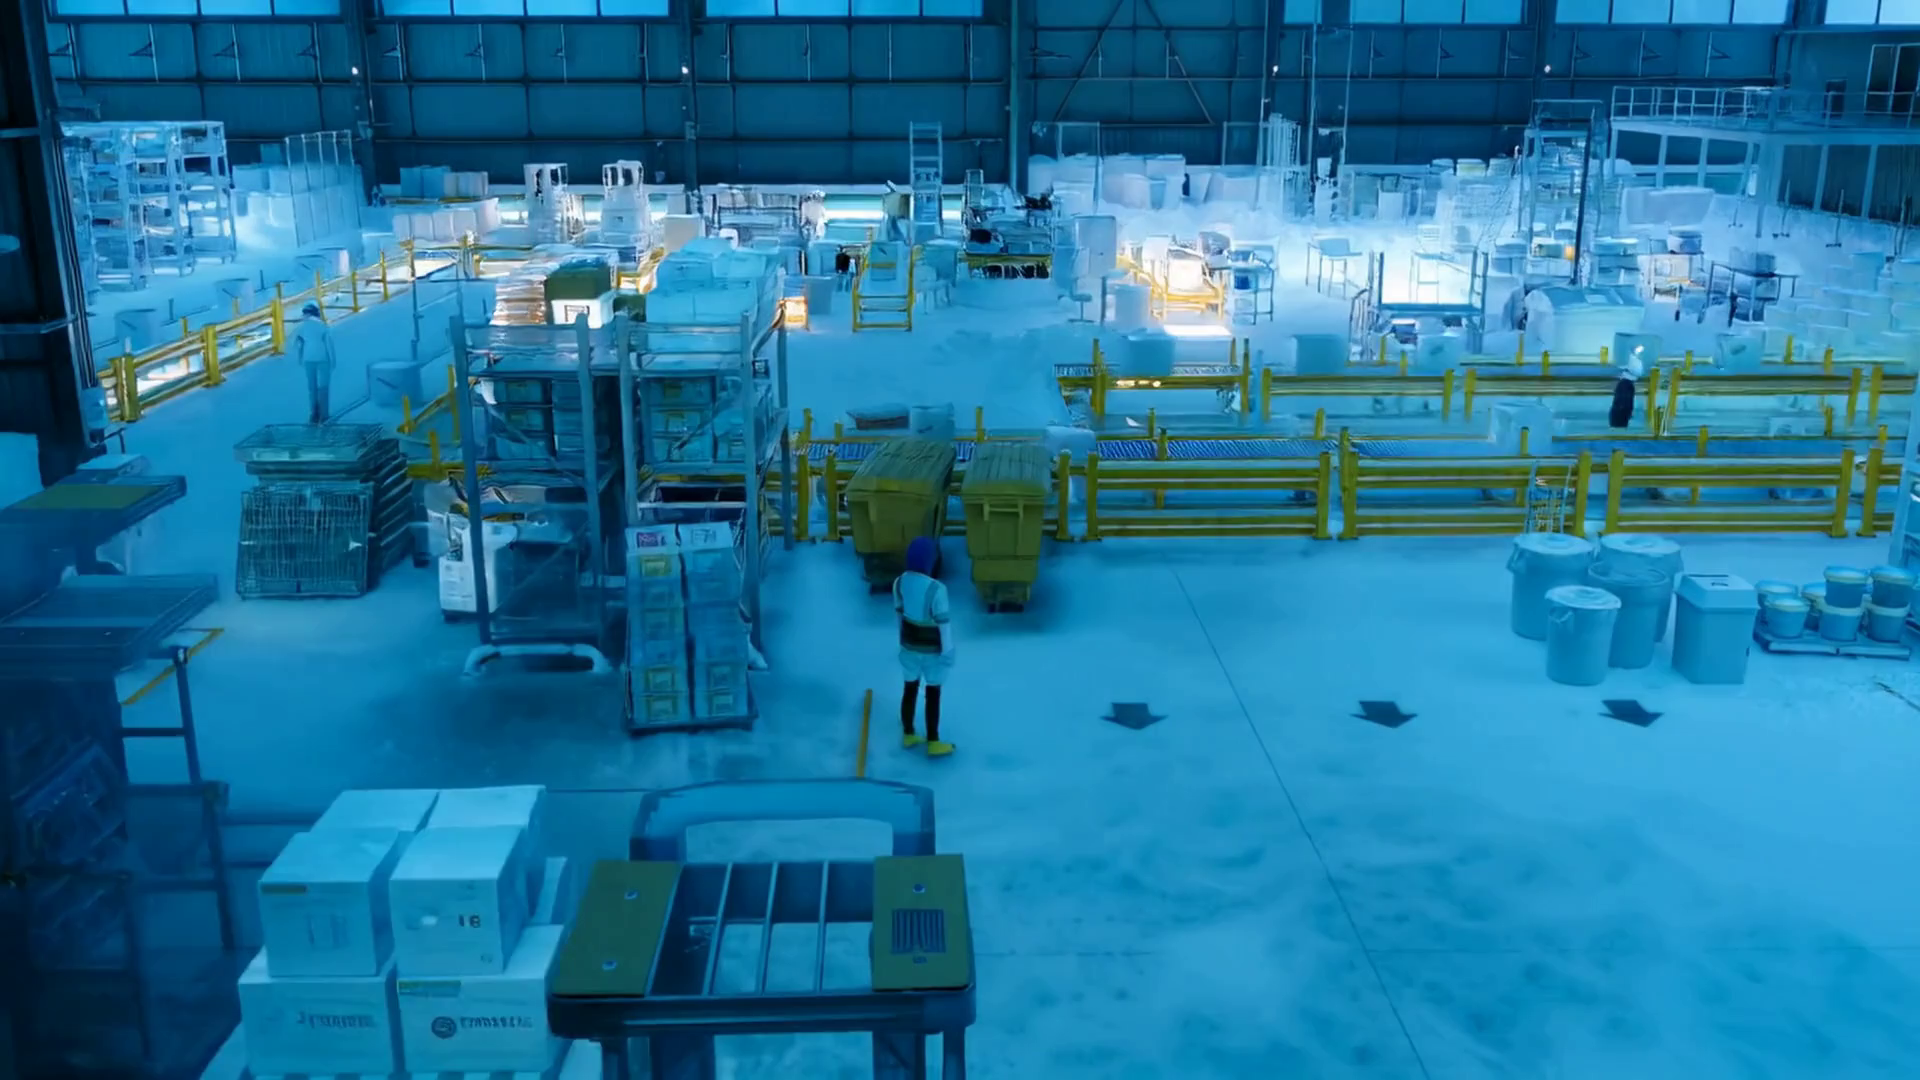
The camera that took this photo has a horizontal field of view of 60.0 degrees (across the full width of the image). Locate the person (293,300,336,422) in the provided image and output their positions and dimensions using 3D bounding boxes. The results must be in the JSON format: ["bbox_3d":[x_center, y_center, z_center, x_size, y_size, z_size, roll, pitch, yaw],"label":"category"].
[{"bbox_3d":[-9.394,-2.629,24.269,0.542,1.731,0.876,-5,17,-16],"label":"person"}]

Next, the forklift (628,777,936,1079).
[{"bbox_3d":[-0.542,2.165,5.552,1.129,2.768,1.873,-1,16,-2],"label":"forklift"}]

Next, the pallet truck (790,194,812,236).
[{"bbox_3d":[-4.814,-9.883,50.259,0.704,1.261,1.522,-1,16,-3],"label":"pallet truck"}]

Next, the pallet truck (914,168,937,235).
[{"bbox_3d":[-0.989,-10.316,50.507,0.823,1.965,1.885,1,16,3],"label":"pallet truck"}]

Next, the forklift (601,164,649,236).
[{"bbox_3d":[-9.948,-10.127,49.296,1.157,1.987,2.680,-1,16,-3],"label":"forklift"}]

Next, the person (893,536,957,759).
[{"bbox_3d":[-0.266,0.794,12.424,0.532,1.697,0.320,15,22,41],"label":"person"}]

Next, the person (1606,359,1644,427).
[{"bbox_3d":[8.099,-1.412,20.285,0.840,1.576,0.559,5,17,16],"label":"person"}]

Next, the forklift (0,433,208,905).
[{"bbox_3d":[-5.952,0.780,10.366,1.873,2.768,1.129,0,16,-1],"label":"forklift"}]

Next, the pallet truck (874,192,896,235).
[{"bbox_3d":[-2.277,-9.986,50.594,0.653,1.274,1.630,0,16,-1],"label":"pallet truck"}]

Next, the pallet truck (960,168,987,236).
[{"bbox_3d":[0.383,-10.230,50.206,0.823,1.965,1.885,-1,16,-3],"label":"pallet truck"}]

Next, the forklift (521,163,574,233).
[{"bbox_3d":[-12.233,-10.122,49.298,1.157,1.987,2.680,0,16,-1],"label":"forklift"}]

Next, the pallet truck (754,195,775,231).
[{"bbox_3d":[-6.051,-9.967,50.660,0.680,1.201,1.601,0,16,-1],"label":"pallet truck"}]

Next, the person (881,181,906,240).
[{"bbox_3d":[-1.914,-9.156,46.740,1.015,1.862,0.633,-11,19,-33],"label":"person"}]

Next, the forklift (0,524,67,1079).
[{"bbox_3d":[-4.826,1.370,8.313,1.873,2.768,1.129,0,16,-1],"label":"forklift"}]

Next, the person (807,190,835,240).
[{"bbox_3d":[-3.562,-7.761,41.674,1.099,1.988,0.603,-13,20,-38],"label":"person"}]
